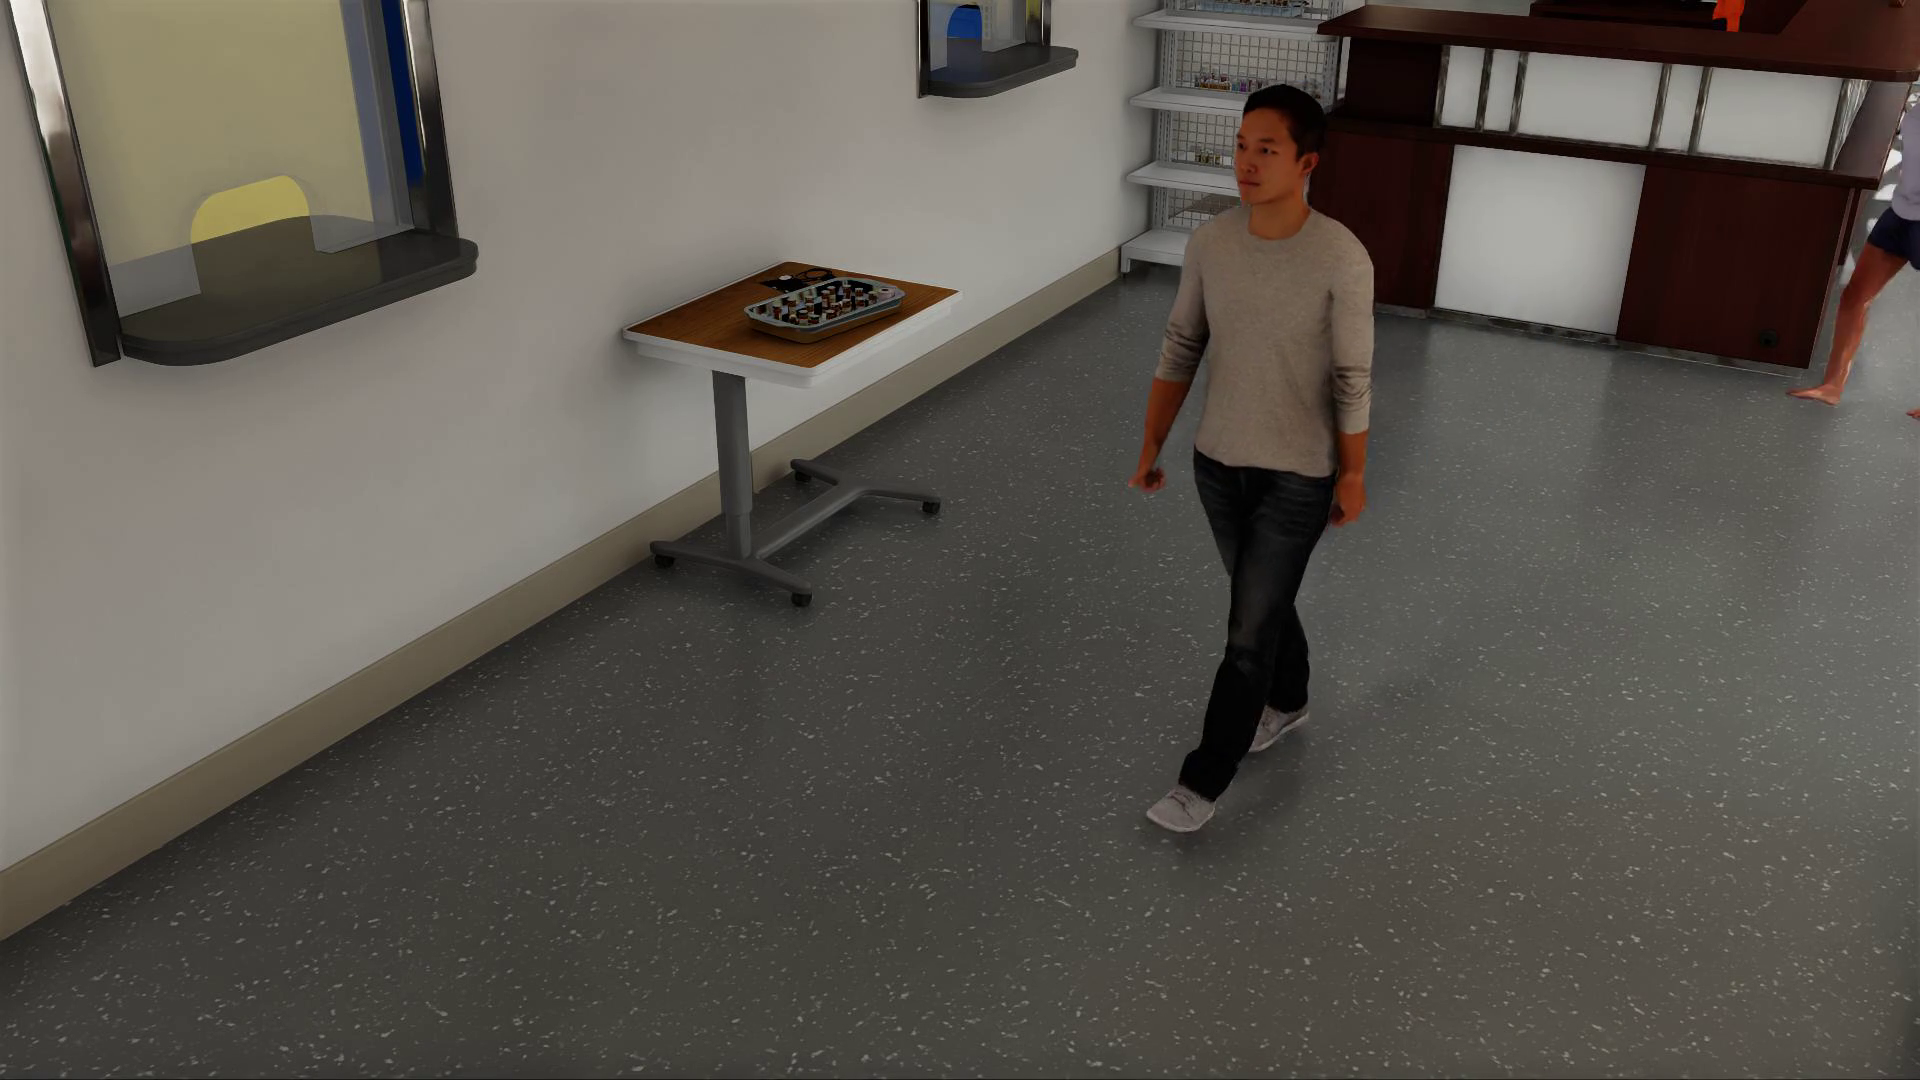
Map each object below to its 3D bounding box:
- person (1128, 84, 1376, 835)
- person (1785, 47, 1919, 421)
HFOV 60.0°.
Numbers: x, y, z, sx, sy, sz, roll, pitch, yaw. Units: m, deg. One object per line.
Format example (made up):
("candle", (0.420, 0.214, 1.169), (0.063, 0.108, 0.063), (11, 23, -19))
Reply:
("person", (0.807, -0.208, 4.107), (1.055, 1.773, 0.885), (22, 33, 38))
("person", (3.814, -1.232, 6.431), (1.022, 1.599, 0.936), (-5, 26, -10))
